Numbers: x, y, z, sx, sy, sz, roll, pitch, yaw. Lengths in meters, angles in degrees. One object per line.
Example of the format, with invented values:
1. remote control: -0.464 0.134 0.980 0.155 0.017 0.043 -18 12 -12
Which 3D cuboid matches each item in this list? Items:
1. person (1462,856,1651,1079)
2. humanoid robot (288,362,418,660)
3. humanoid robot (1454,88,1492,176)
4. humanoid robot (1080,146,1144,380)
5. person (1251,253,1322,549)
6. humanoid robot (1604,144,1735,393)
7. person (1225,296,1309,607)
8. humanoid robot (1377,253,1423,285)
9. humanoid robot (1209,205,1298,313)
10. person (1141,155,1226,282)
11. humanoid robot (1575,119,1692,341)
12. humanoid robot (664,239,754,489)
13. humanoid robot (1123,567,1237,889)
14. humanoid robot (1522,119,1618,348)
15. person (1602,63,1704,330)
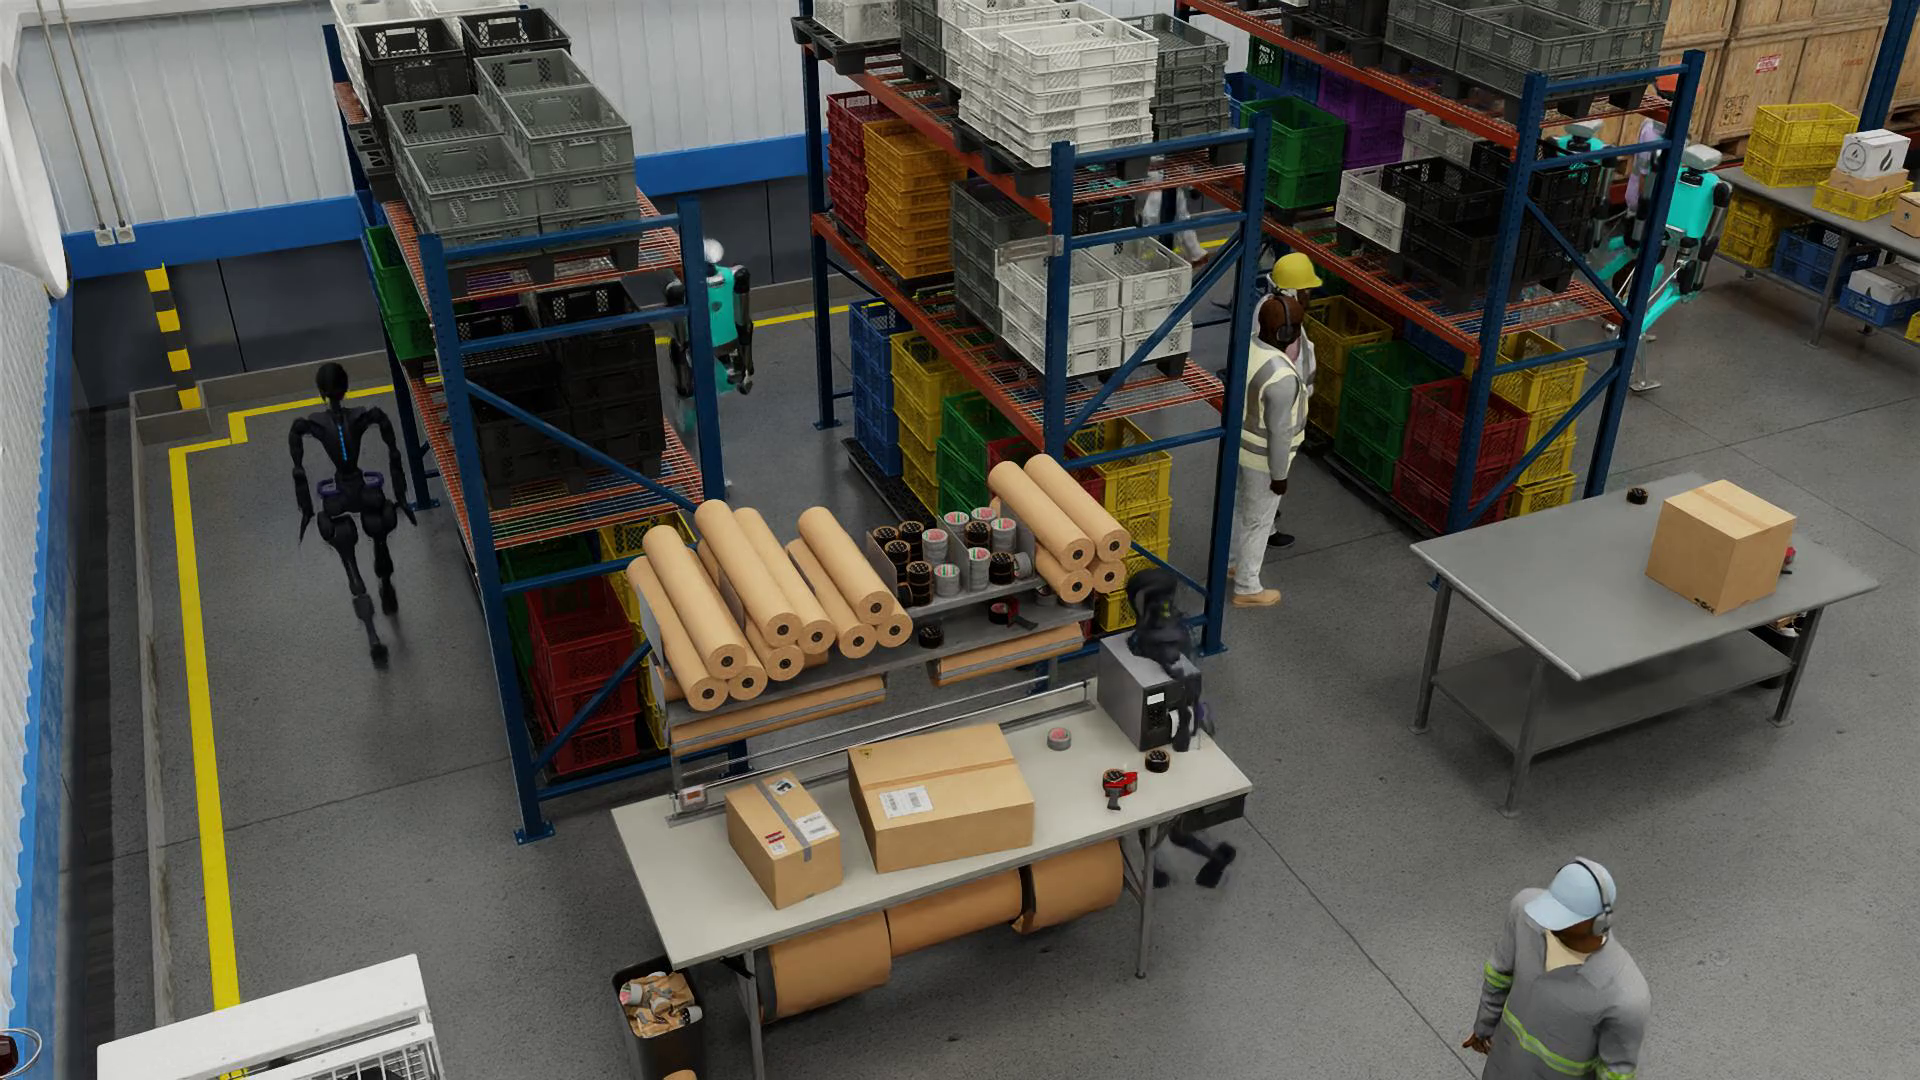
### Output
1. person: 1.922 1.780 5.569 0.385 1.850 0.597 -15 35 -22
2. humanoid robot: -3.266 -0.174 8.971 0.610 1.639 0.786 -13 34 -21
3. humanoid robot: 4.026 -2.700 13.018 0.593 1.636 0.581 -11 33 -18
4. humanoid robot: 1.035 -1.842 11.570 0.558 1.796 0.672 -5 32 -8
5. person: 1.873 -0.830 9.825 0.404 1.834 0.590 -1 32 -2
6. humanoid robot: 4.786 -1.833 11.460 0.737 1.700 0.530 -20 37 -29
7. person: 1.693 -0.494 9.284 0.431 1.838 0.623 -6 32 -10
8. humanoid robot: 3.263 -2.078 12.002 0.602 1.650 0.340 -16 35 -24
9. humanoid robot: 2.370 -2.425 12.619 0.821 1.619 0.603 -3 32 -5
10. person: 1.712 -2.932 13.244 0.999 1.822 0.583 -7 32 -11
11. humanoid robot: 4.934 -2.350 12.406 0.895 1.775 0.575 23 38 32
12. humanoid robot: -1.606 -1.032 10.338 0.543 1.886 0.739 -18 36 -27
13. humanoid robot: 0.977 0.857 7.272 0.576 1.643 0.628 -5 32 -8
14. humanoid robot: 4.310 -2.154 12.013 0.547 1.751 0.681 18 36 27
15. person: 5.149 -2.527 12.385 0.371 2.044 0.606 16 35 24
